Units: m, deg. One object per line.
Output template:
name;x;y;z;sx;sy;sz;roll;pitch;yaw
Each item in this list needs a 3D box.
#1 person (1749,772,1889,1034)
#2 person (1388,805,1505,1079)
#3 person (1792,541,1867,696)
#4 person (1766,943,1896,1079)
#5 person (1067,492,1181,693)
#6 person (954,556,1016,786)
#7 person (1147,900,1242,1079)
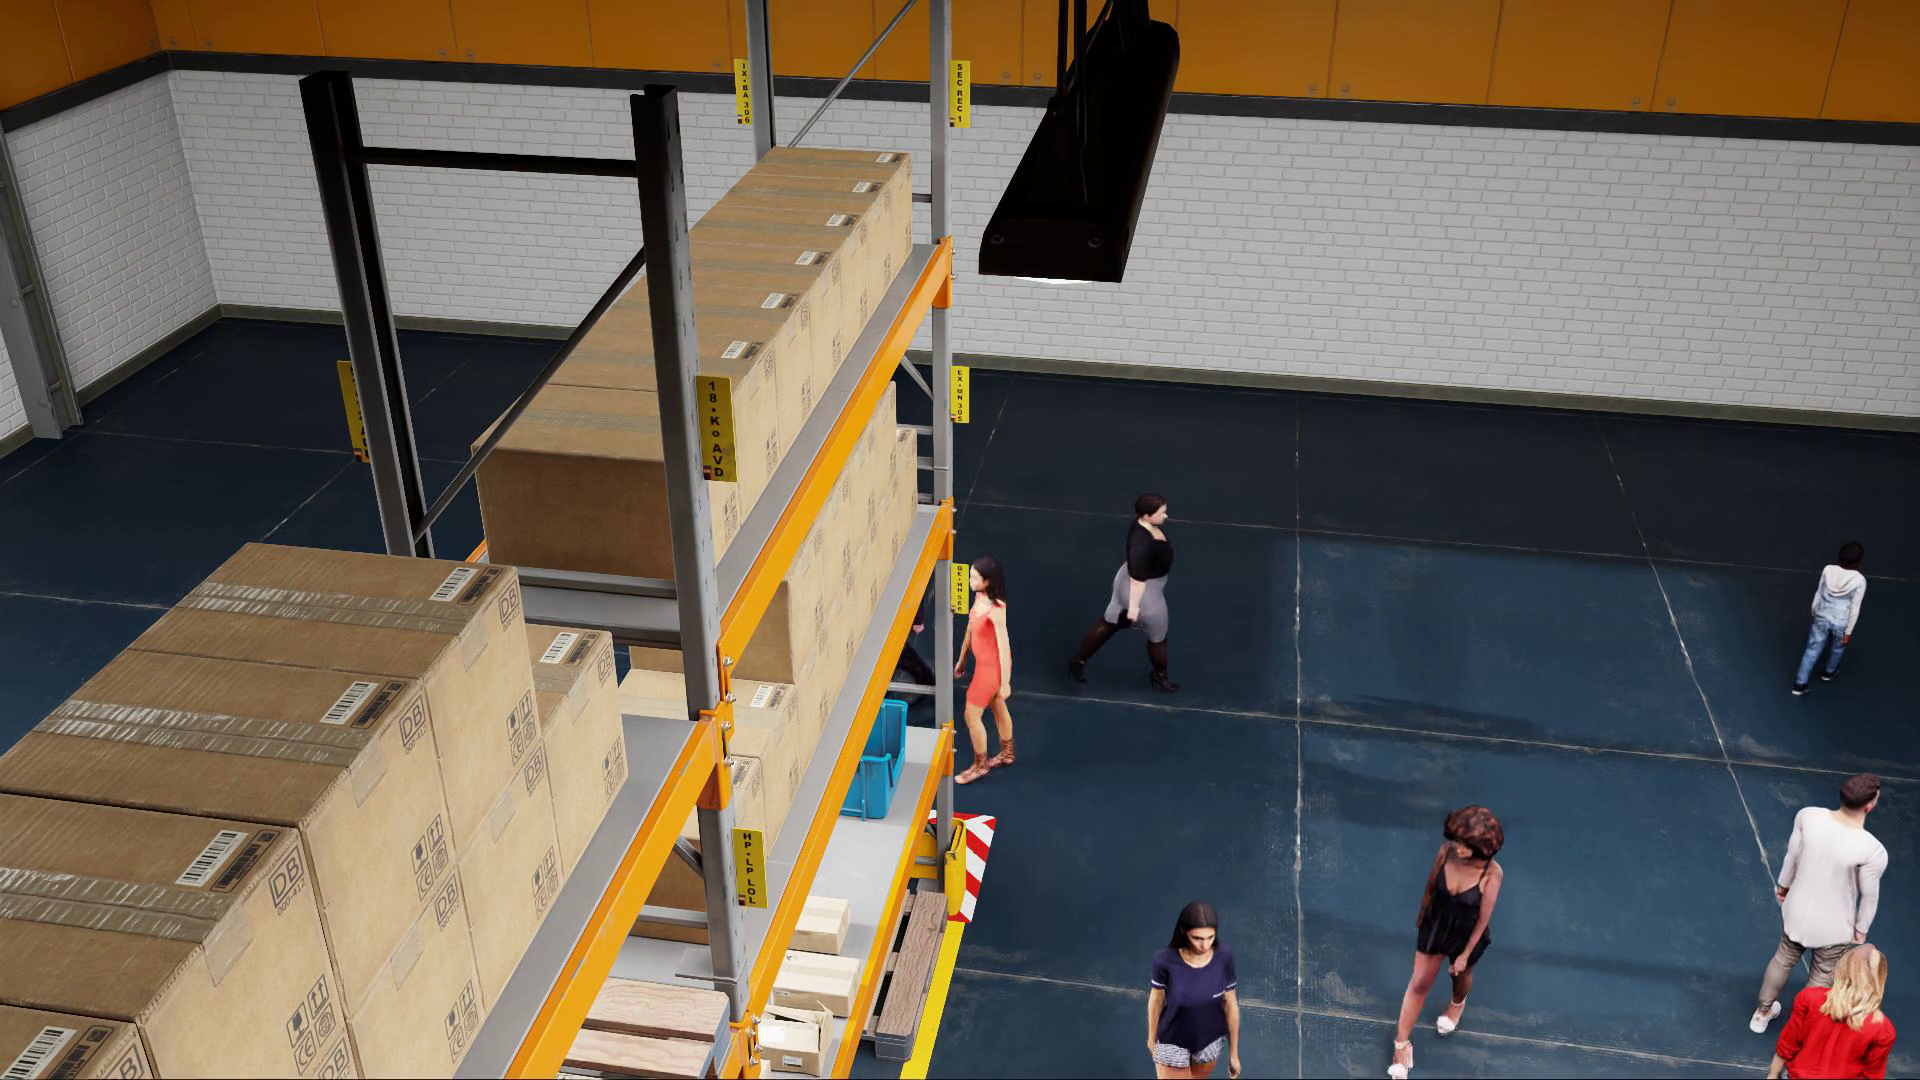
person;4.698;2.012;9.064;0.800;1.840;0.734;-18;33;-29
person;2.720;2.107;8.994;0.879;1.740;1.068;23;36;36
person;6.416;0.599;12.282;0.780;1.237;0.928;25;37;38
person;4.075;2.705;7.975;1.078;1.665;0.953;-24;37;-37
person;1.200;0.418;12.119;0.922;1.712;1.092;-3;29;-5
person;0.290;0.860;11.321;0.802;1.701;0.763;-7;29;-13
person;1.134;2.449;8.358;0.704;1.747;0.780;-5;29;-9
